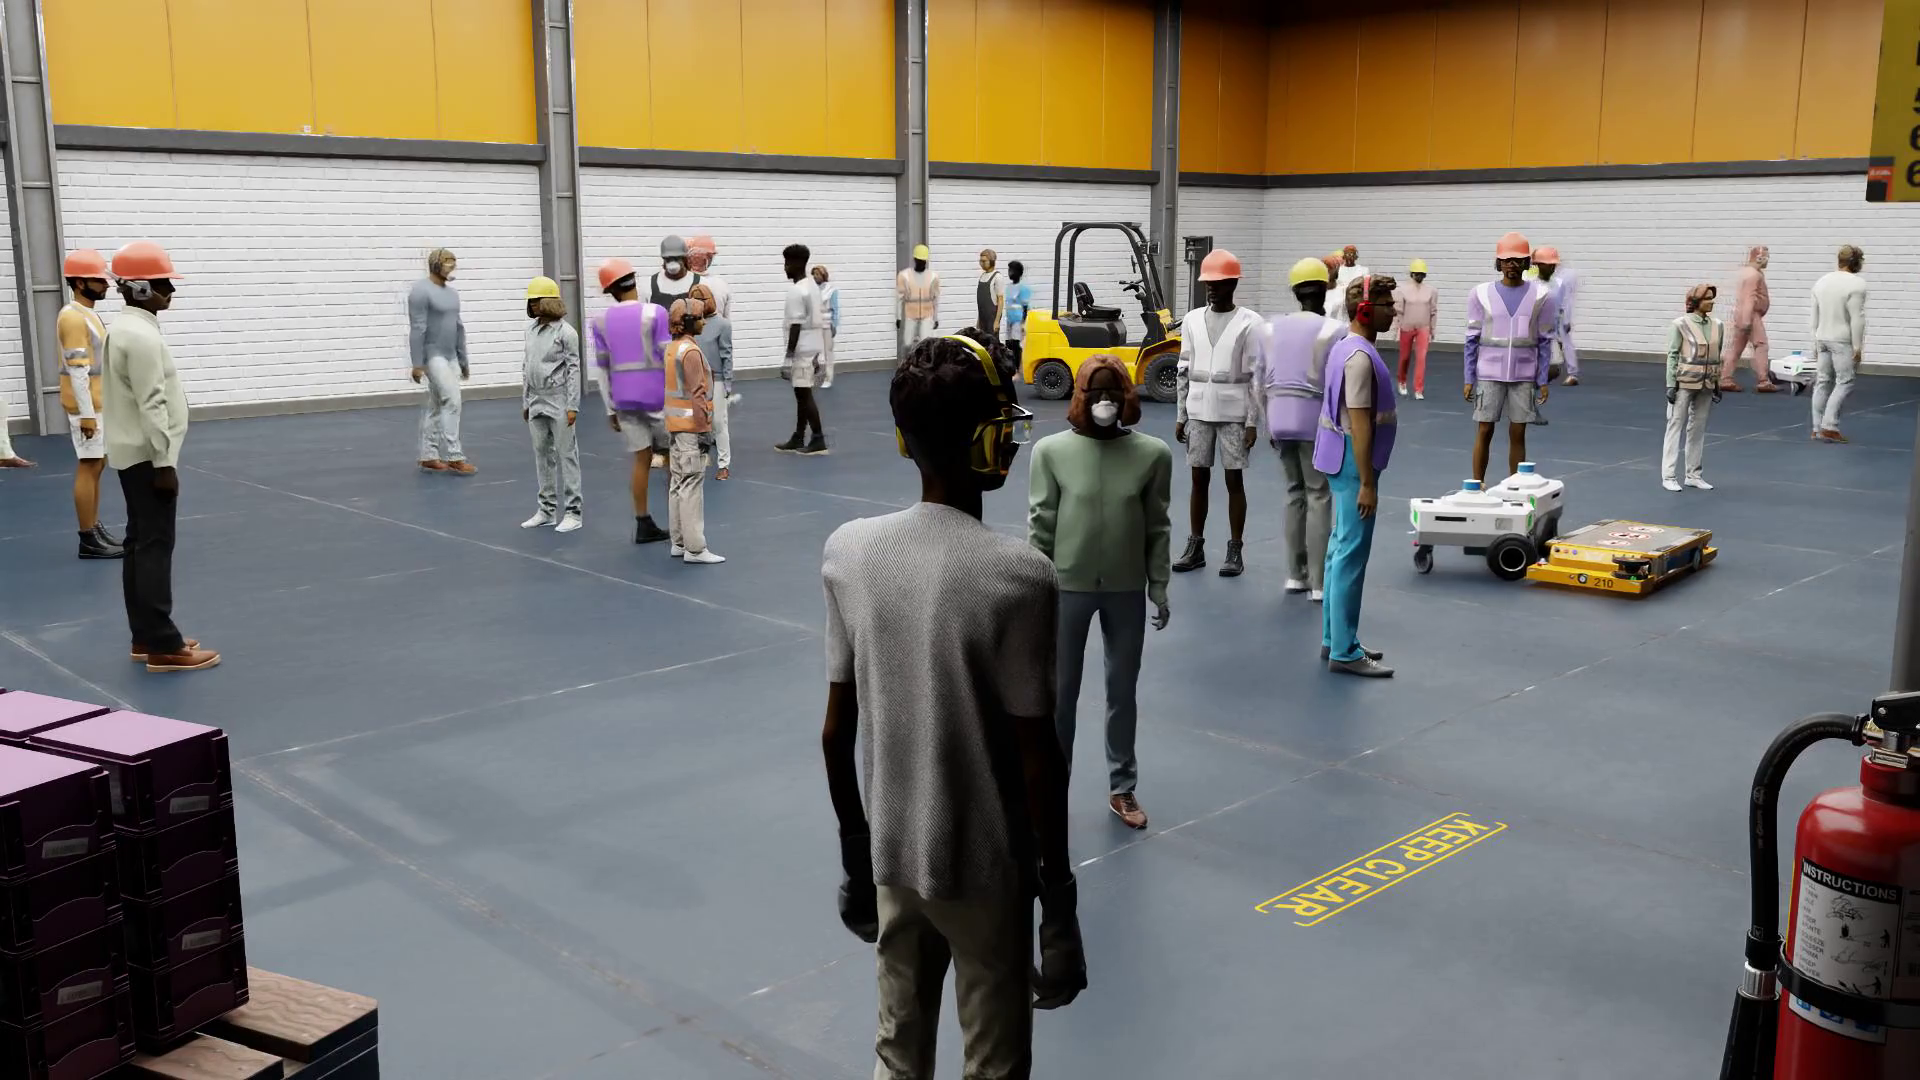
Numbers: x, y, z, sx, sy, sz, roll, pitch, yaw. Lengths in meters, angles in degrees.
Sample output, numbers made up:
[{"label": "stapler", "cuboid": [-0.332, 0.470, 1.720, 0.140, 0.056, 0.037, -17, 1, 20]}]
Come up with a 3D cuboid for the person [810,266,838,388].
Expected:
[{"label": "person", "cuboid": [-1.872, -2.785, 21.856, 0.540, 1.614, 0.674, 4, 11, 22]}]

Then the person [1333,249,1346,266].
[{"label": "person", "cuboid": [5.726, -3.517, 25.338, 0.612, 1.812, 0.666, 4, 11, 22]}]

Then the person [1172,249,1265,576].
[{"label": "person", "cuboid": [1.535, -0.751, 9.921, 0.545, 1.938, 0.358, 6, 12, 29]}]

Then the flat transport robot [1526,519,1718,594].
[{"label": "flat transport robot", "cuboid": [3.983, 0.078, 9.946, 0.652, 0.197, 1.431, 9, 13, 39]}]

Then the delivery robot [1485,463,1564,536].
[{"label": "delivery robot", "cuboid": [3.645, -0.257, 10.746, 0.477, 0.478, 0.707, 7, 13, 34]}]

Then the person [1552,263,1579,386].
[{"label": "person", "cuboid": [7.945, -2.992, 22.442, 0.957, 1.831, 0.656, -3, 11, -17]}]

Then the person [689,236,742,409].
[{"label": "person", "cuboid": [-2.809, -2.409, 18.786, 0.988, 1.997, 0.642, -9, 14, -40]}]

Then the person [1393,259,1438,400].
[{"label": "person", "cuboid": [5.688, -2.652, 20.844, 0.531, 1.737, 0.840, 1, 10, 7]}]

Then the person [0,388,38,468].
[{"label": "person", "cuboid": [-8.509, -1.496, 14.278, 0.808, 1.839, 0.519, -5, 12, -25]}]

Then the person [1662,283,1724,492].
[{"label": "person", "cuboid": [5.823, -1.209, 13.215, 0.522, 1.645, 0.306, -3, 11, -18]}]

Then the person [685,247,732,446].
[{"label": "person", "cuboid": [-2.480, -1.815, 15.808, 0.644, 1.907, 0.399, -8, 13, -36]}]

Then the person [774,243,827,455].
[{"label": "person", "cuboid": [-1.480, -1.751, 15.350, 0.493, 1.962, 0.649, 2, 11, 12]}]

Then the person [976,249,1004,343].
[{"label": "person", "cuboid": [0.380, -2.904, 21.913, 0.344, 1.846, 0.504, -6, 12, -31]}]

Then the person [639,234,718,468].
[{"label": "person", "cuboid": [-2.460, -1.640, 14.484, 0.686, 2.000, 0.536, -1, 10, -3]}]

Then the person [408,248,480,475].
[{"label": "person", "cuboid": [-4.303, -1.500, 14.072, 0.796, 1.908, 0.639, 2, 11, 13]}]

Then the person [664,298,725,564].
[{"label": "person", "cuboid": [-1.675, -0.672, 10.302, 0.307, 1.641, 0.514, -5, 12, -26]}]

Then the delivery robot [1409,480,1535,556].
[{"label": "delivery robot", "cuboid": [3.067, -0.119, 9.994, 0.707, 0.478, 0.477, 3, 11, 14]}]

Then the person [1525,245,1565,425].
[{"label": "person", "cuboid": [6.215, -2.197, 17.847, 0.566, 1.918, 0.512, -4, 11, -20]}]

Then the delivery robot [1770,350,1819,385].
[{"label": "delivery robot", "cuboid": [10.676, -2.186, 21.261, 0.477, 0.478, 0.707, 0, 10, -2]}]

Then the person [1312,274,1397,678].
[{"label": "person", "cuboid": [1.831, -0.301, 7.715, 0.389, 1.847, 0.567, 1, 10, 7]}]

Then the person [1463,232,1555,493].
[{"label": "person", "cuboid": [3.951, -1.189, 12.019, 0.611, 2.043, 0.374, 2, 11, 12]}]

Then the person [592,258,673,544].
[{"label": "person", "cuboid": [-2.069, -0.931, 11.090, 0.623, 1.873, 0.658, 3, 11, 16]}]

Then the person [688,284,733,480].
[{"label": "person", "cuboid": [-2.115, -1.304, 13.794, 0.501, 1.626, 0.282, 3, 11, 14]}]

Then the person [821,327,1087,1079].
[{"label": "person", "cuboid": [-0.006, 0.579, 2.851, 0.521, 1.873, 0.328, 8, 13, 37]}]

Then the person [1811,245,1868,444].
[{"label": "person", "cuboid": [8.577, -1.913, 16.312, 0.476, 1.934, 0.682, -3, 11, -14]}]

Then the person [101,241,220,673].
[{"label": "person", "cuboid": [-3.771, -0.387, 7.776, 0.391, 1.995, 0.613, -7, 13, -35]}]

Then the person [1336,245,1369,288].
[{"label": "person", "cuboid": [5.822, -3.466, 24.906, 0.574, 1.875, 0.345, 3, 11, 14]}]

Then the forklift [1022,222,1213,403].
[{"label": "forklift", "cuboid": [1.935, -2.847, 20.651, 2.313, 2.155, 1.214, 2, 11, 13]}]

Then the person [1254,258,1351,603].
[{"label": "person", "cuboid": [1.939, -0.617, 9.320, 0.638, 1.886, 0.442, 10, 14, 43]}]

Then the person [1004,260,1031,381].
[{"label": "person", "cuboid": [0.842, -3.043, 23.125, 0.566, 1.684, 0.539, -6, 12, -28]}]

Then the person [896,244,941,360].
[{"label": "person", "cuboid": [-0.573, -3.110, 22.885, 0.604, 1.902, 0.642, -1, 10, -8]}]

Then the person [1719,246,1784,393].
[{"label": "person", "cuboid": [10.252, -2.821, 21.358, 0.876, 1.873, 0.668, 3, 11, 16]}]

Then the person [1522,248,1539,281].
[{"label": "person", "cuboid": [8.110, -3.182, 23.442, 0.633, 1.843, 0.429, 2, 11, 12]}]

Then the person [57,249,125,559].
[{"label": "person", "cuboid": [-5.438, -0.852, 10.468, 0.377, 1.936, 0.549, -3, 11, -18]}]

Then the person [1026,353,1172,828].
[{"label": "person", "cuboid": [0.471, 0.182, 5.668, 0.504, 1.632, 0.267, -1, 10, -5]}]

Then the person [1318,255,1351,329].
[{"label": "person", "cuboid": [3.470, -1.778, 15.825, 1.007, 1.827, 0.598, -6, 12, -28]}]

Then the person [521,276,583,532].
[{"label": "person", "cuboid": [-2.820, -0.923, 11.407, 0.496, 1.739, 0.333, 6, 12, 31]}]
